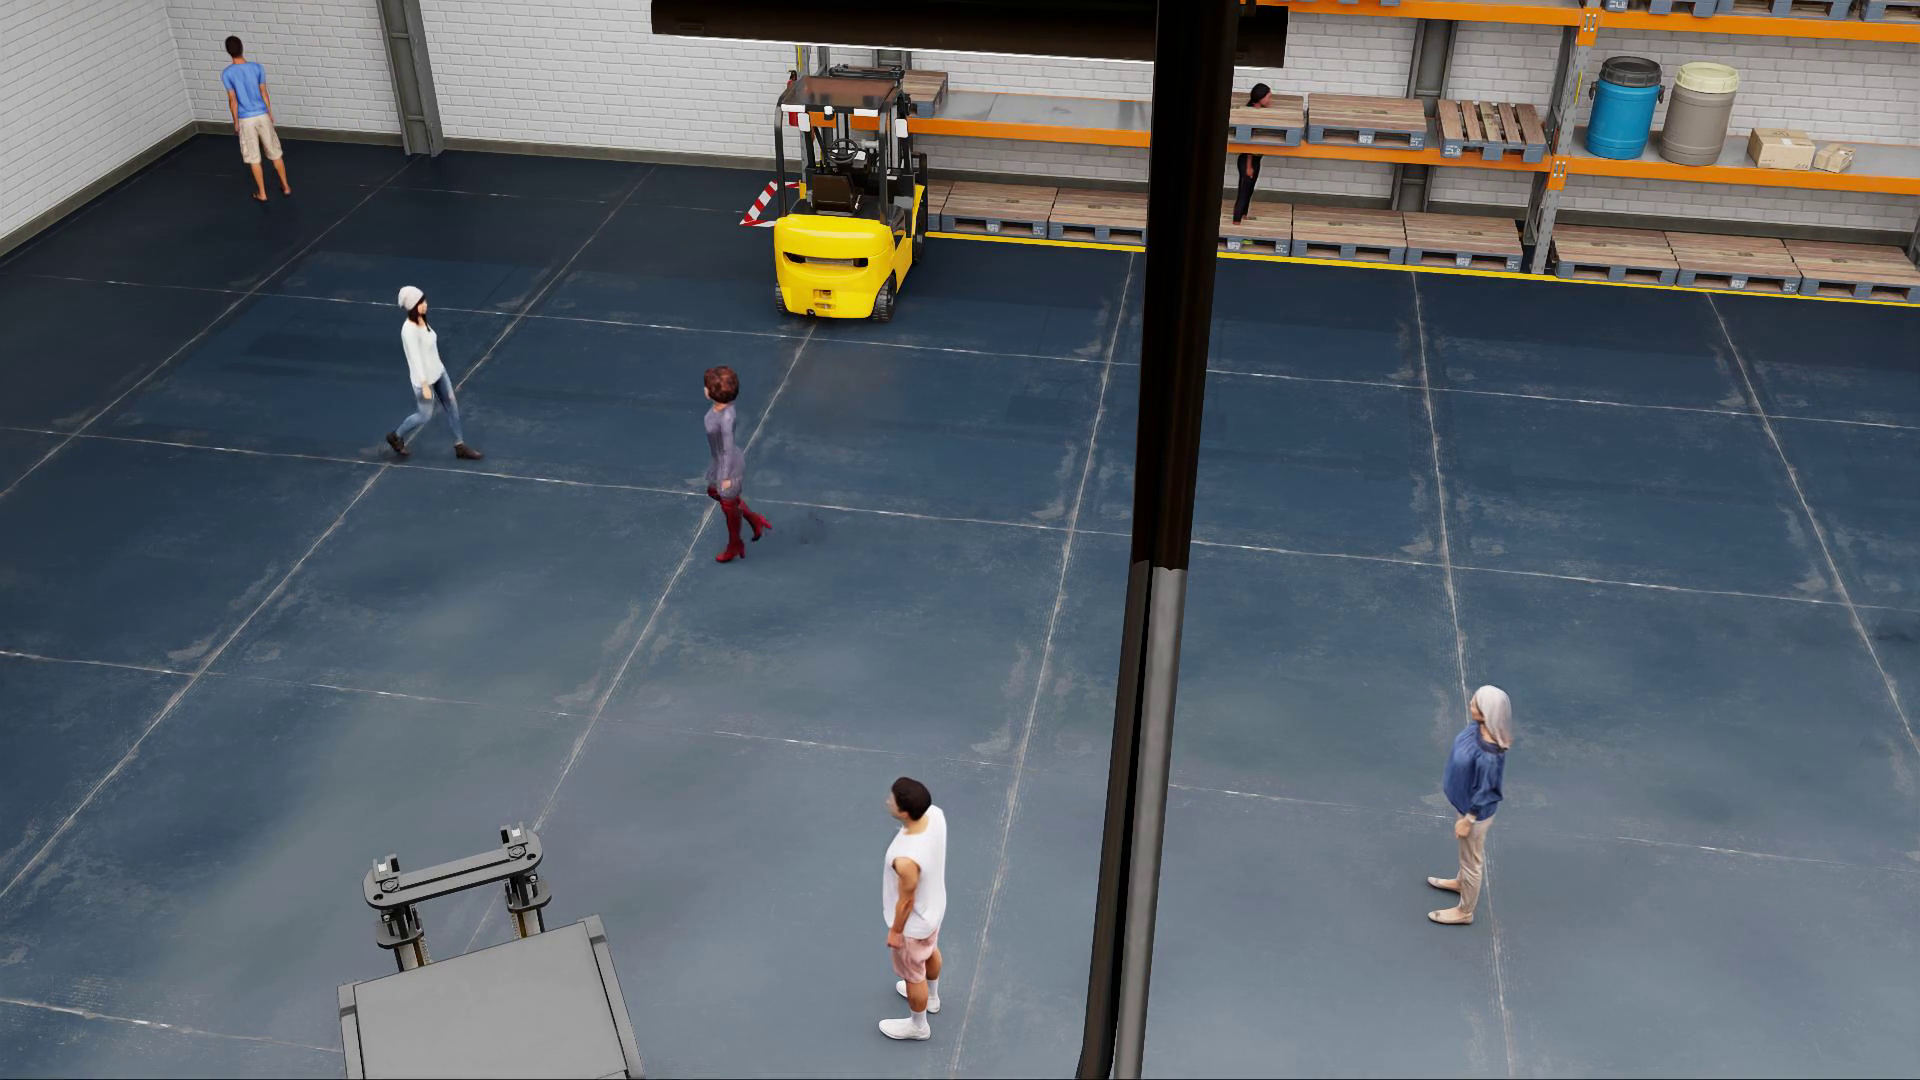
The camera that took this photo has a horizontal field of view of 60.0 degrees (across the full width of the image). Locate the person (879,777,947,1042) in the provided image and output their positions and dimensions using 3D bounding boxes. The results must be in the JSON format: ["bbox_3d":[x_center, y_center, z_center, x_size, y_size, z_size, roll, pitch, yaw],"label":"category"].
[{"bbox_3d":[-0.231,1.971,8.912,0.618,1.789,0.670,11,35,16],"label":"person"}]

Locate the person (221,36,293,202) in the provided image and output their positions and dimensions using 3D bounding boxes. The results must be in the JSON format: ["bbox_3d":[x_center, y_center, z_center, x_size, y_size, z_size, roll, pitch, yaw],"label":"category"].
[{"bbox_3d":[-8.111,-4.841,19.093,0.729,1.862,0.769,-25,41,-32],"label":"person"}]

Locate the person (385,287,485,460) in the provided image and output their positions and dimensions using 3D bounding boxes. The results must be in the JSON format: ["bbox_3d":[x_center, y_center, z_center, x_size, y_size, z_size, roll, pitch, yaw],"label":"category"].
[{"bbox_3d":[-4.591,-1.371,14.092,1.052,1.621,0.622,2,34,4],"label":"person"}]

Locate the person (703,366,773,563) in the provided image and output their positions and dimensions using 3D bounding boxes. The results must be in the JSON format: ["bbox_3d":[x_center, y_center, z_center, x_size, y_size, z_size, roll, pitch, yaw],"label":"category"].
[{"bbox_3d":[-1.716,-0.578,12.825,0.819,1.702,0.743,-7,34,-11],"label":"person"}]

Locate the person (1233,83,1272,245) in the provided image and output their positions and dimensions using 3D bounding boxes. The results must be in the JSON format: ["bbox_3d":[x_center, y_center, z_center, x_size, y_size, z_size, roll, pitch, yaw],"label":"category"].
[{"bbox_3d":[3.140,-4.105,18.084,0.577,1.754,0.599,13,36,19],"label":"person"}]

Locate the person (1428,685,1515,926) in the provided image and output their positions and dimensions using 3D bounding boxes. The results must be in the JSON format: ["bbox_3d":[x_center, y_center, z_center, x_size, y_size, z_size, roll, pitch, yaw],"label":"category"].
[{"bbox_3d":[2.990,1.529,9.658,0.576,1.699,0.624,8,34,11],"label":"person"}]
